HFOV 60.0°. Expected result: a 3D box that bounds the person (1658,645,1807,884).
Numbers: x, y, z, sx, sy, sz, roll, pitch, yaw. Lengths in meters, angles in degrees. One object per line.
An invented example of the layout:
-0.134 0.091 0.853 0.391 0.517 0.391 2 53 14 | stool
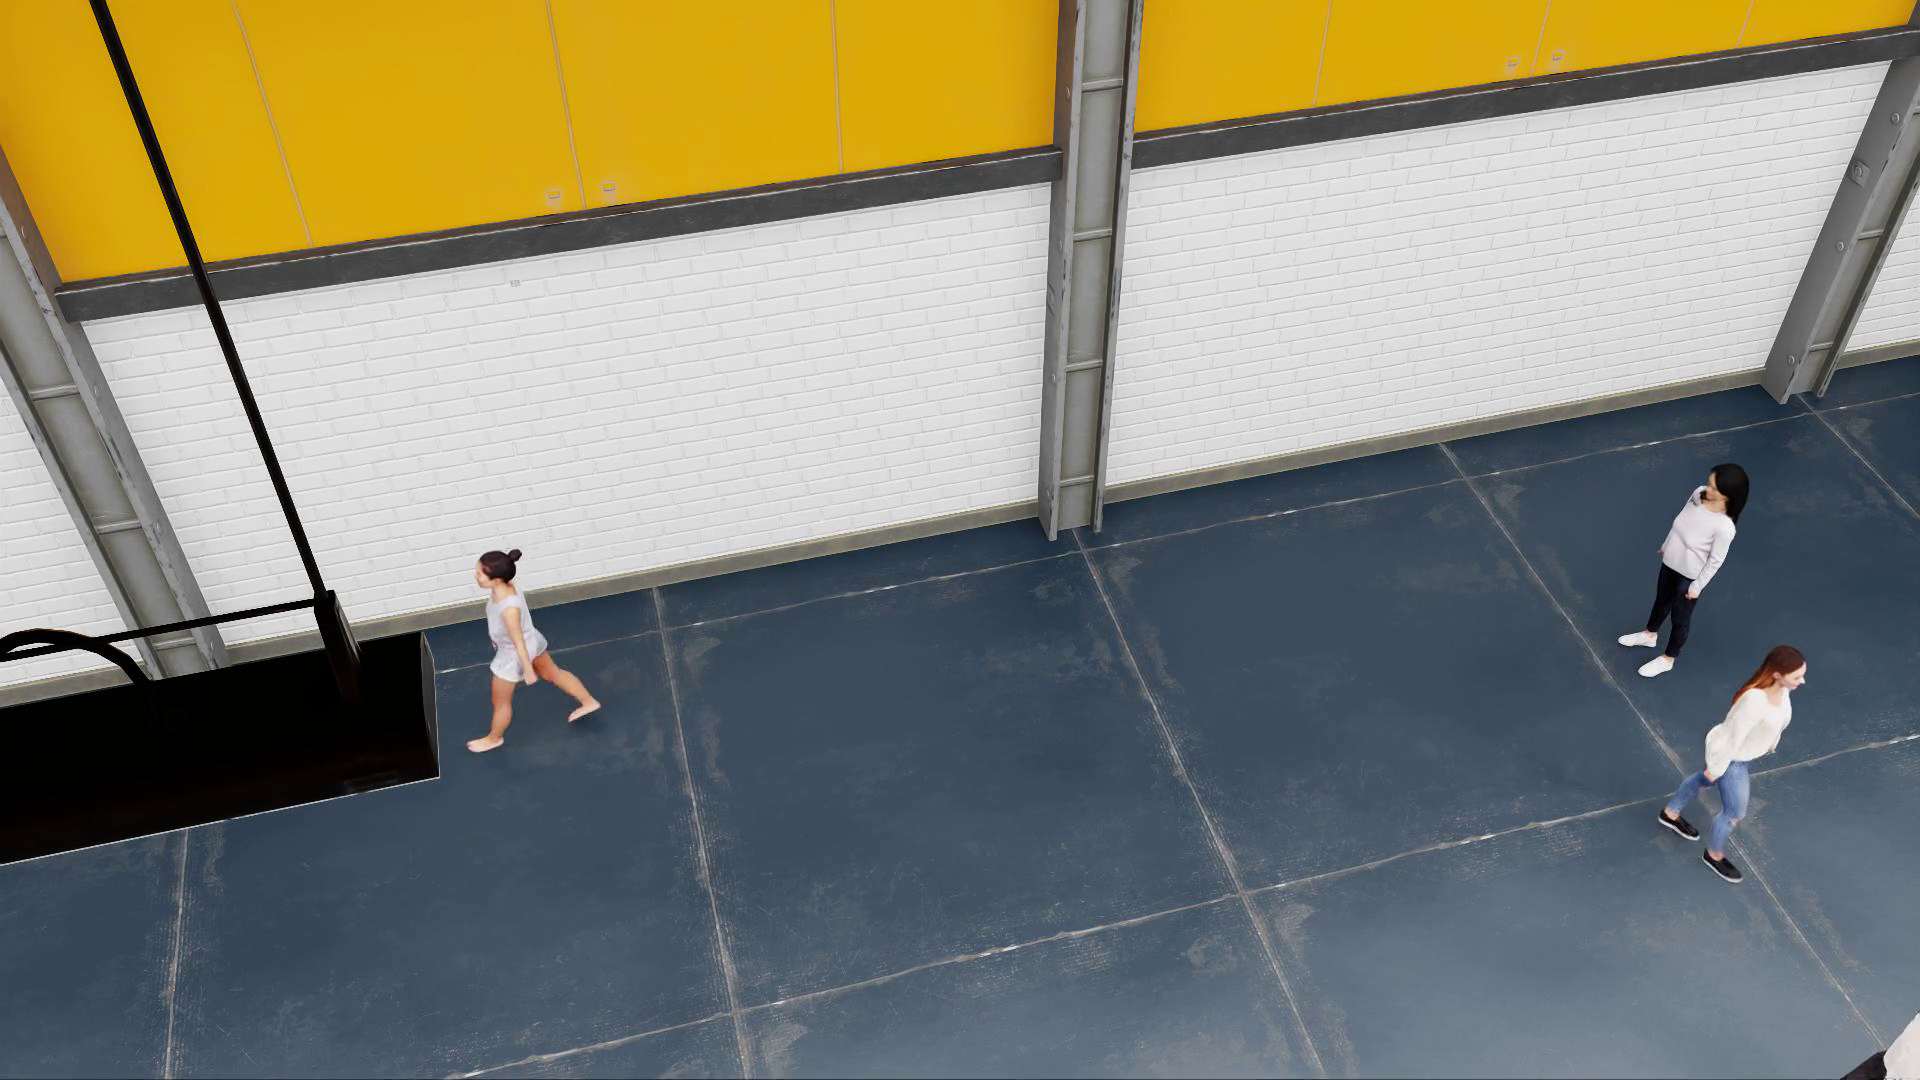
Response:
4.333 1.168 9.481 0.911 1.672 0.885 34 53 30 | person

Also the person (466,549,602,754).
-2.600 0.653 10.098 1.075 1.566 0.600 -12 45 -13 | person

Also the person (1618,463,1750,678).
4.609 0.169 10.509 0.571 1.701 0.624 -8 44 -8 | person
